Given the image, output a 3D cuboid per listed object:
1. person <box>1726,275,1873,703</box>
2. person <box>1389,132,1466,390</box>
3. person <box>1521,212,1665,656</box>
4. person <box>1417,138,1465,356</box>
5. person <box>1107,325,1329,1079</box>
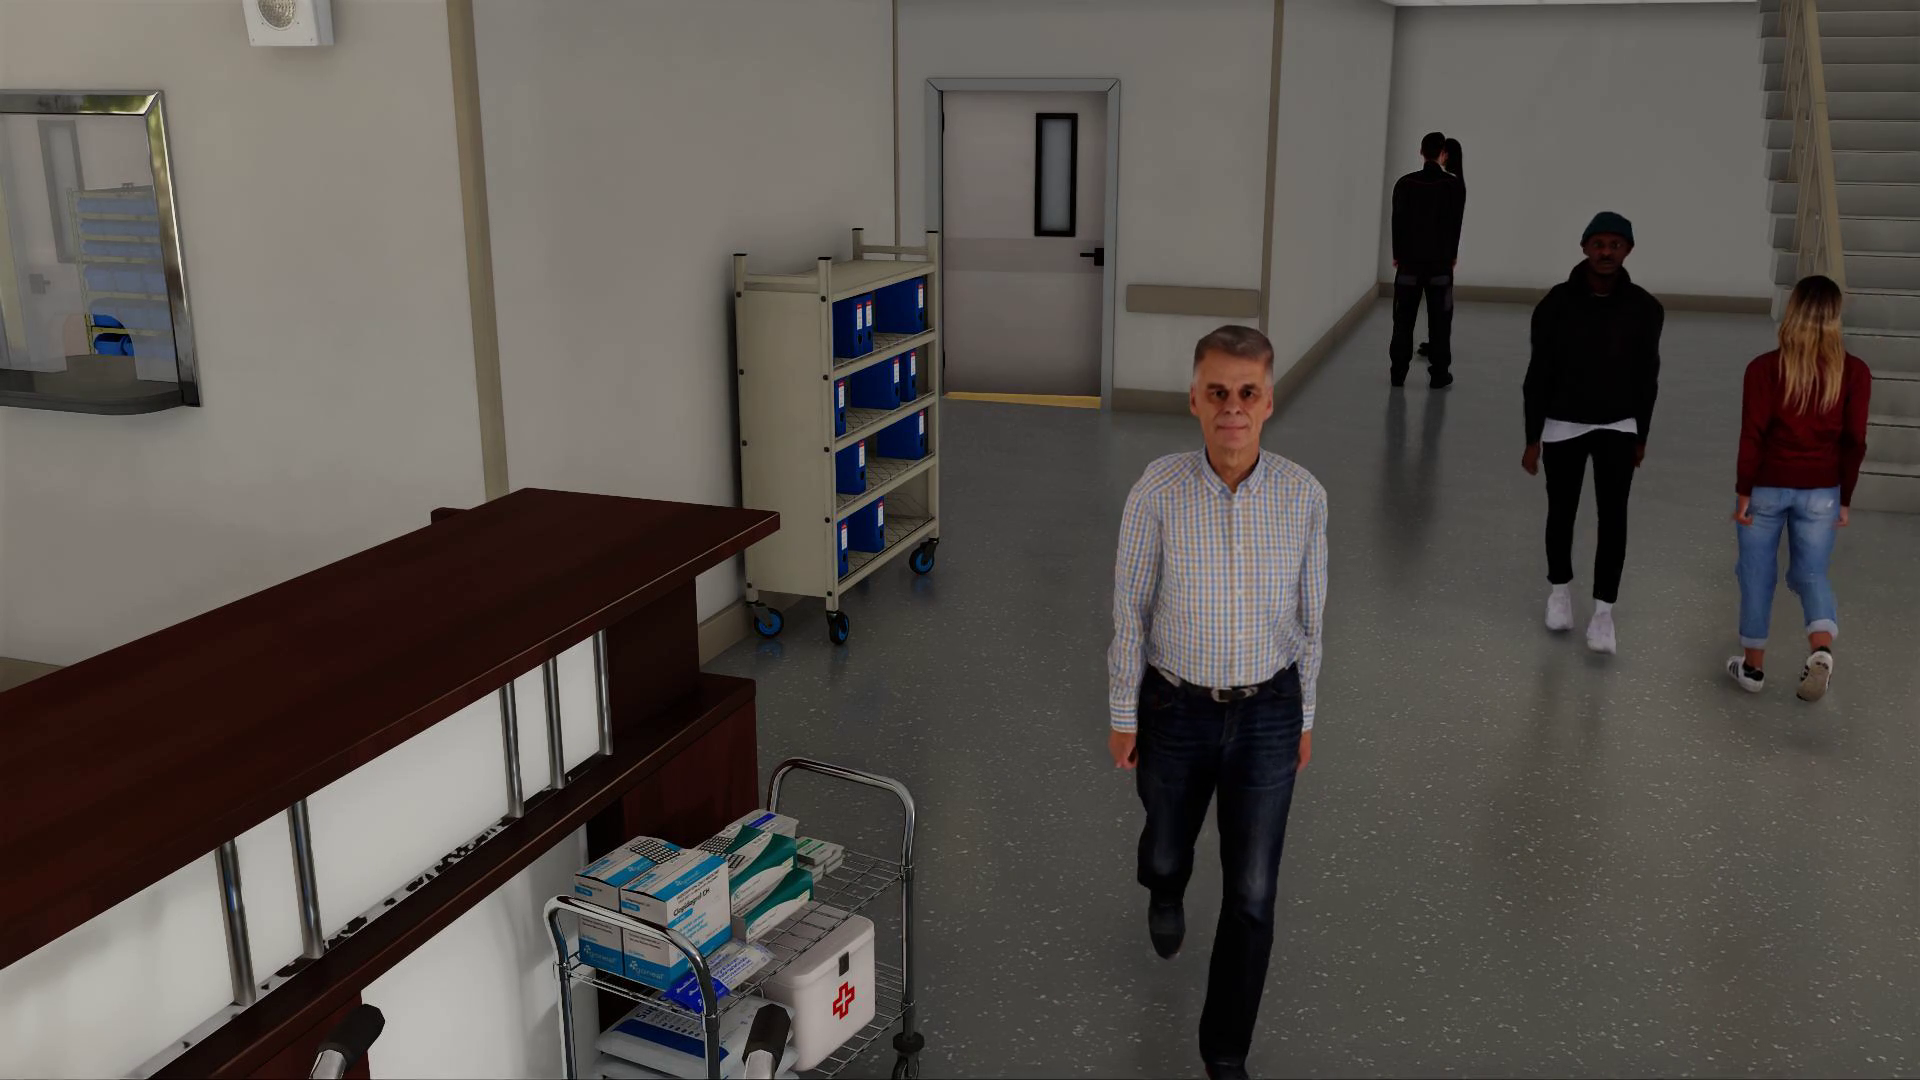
[{"bbox_3d":[3.112,-0.152,6.191,0.691,1.618,0.913,3,16,9],"label":"person"},{"bbox_3d":[3.546,-2.127,12.648,0.693,1.916,0.591,7,17,23],"label":"person"},{"bbox_3d":[2.641,-0.472,7.009,0.696,1.789,0.928,6,17,19],"label":"person"},{"bbox_3d":[4.100,-2.471,14.069,0.666,1.807,0.436,6,17,20],"label":"person"},{"bbox_3d":[0.605,0.380,3.977,0.881,1.795,1.205,1,16,3],"label":"person"}]
